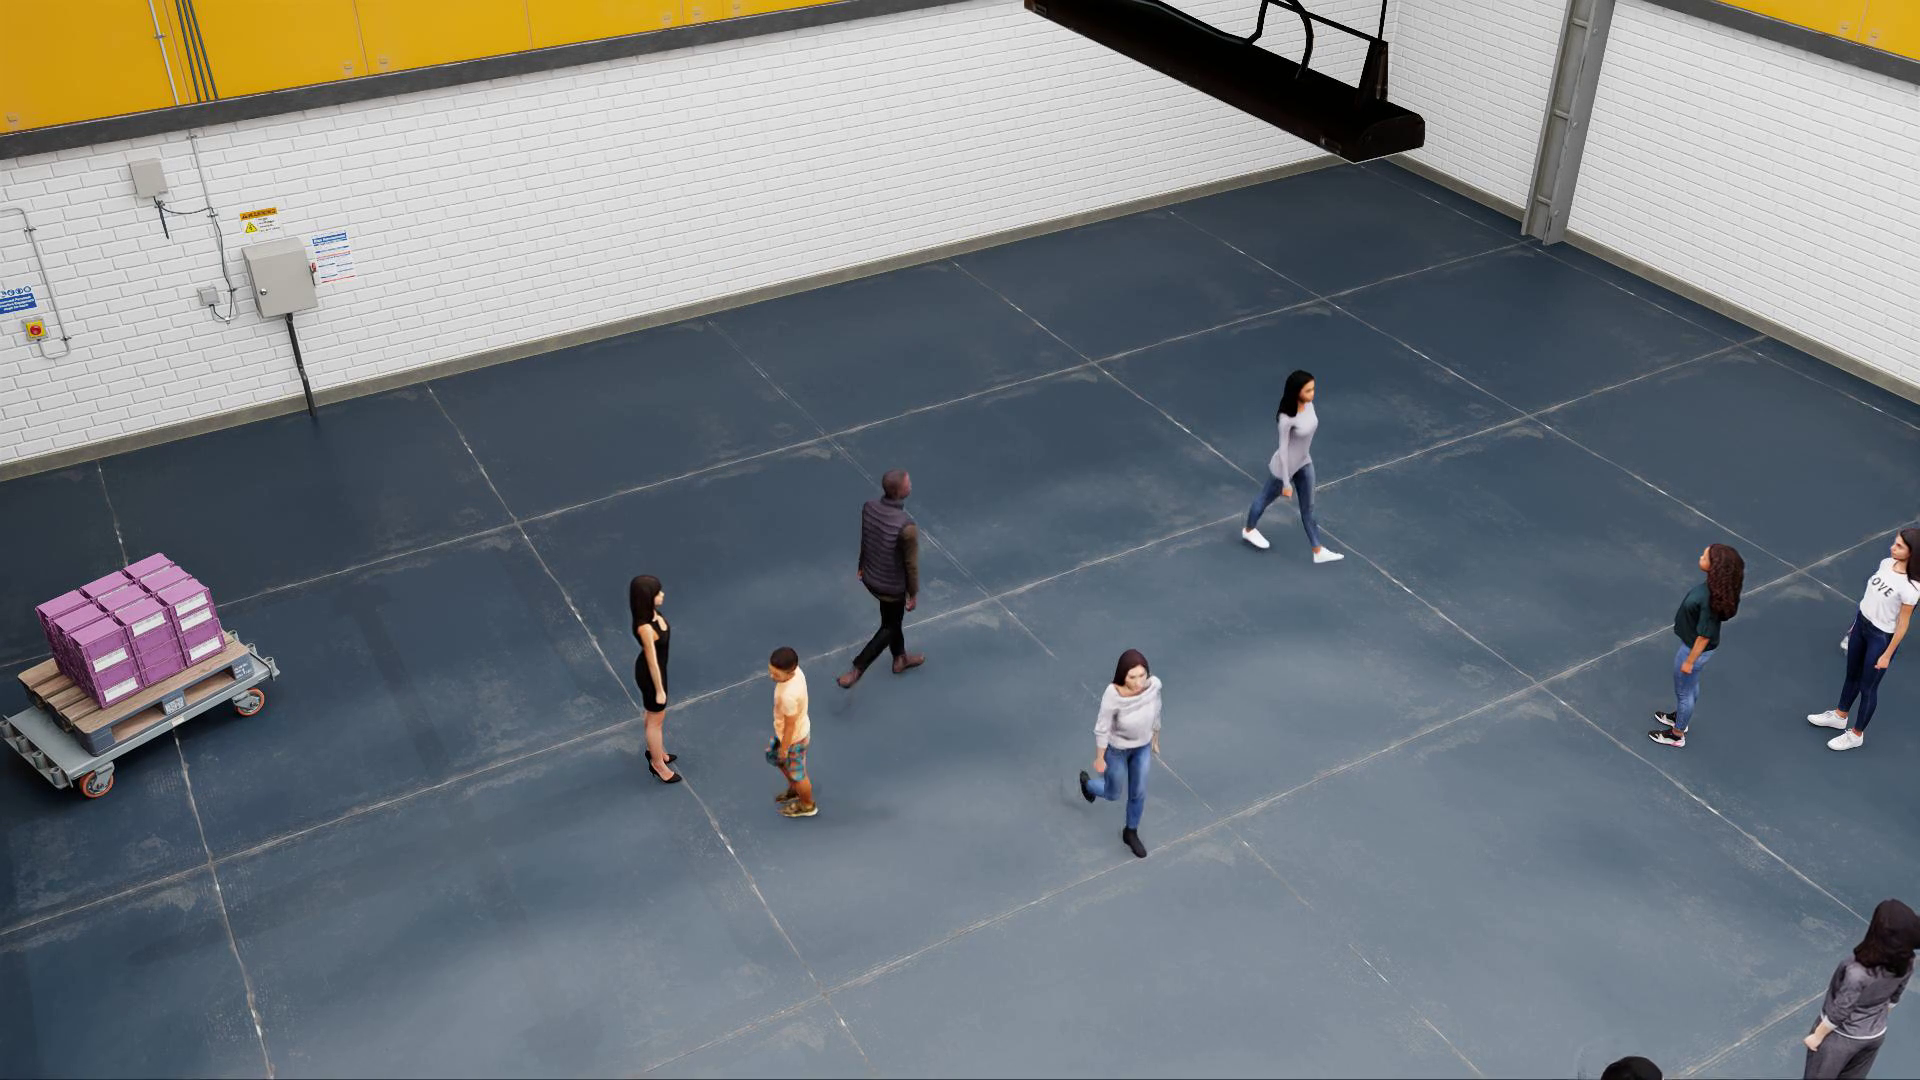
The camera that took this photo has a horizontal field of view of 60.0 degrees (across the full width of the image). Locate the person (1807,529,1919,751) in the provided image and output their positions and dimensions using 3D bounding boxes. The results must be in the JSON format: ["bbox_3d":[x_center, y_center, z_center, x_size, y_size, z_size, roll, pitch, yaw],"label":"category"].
[{"bbox_3d":[6.326,0.679,11.474,0.727,1.774,0.604,-1,34,-2],"label":"person"}]

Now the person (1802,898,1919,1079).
[{"bbox_3d":[4.637,2.556,8.658,0.644,1.764,0.581,-10,35,-15],"label":"person"}]

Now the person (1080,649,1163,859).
[{"bbox_3d":[1.016,1.302,10.678,0.627,1.616,0.864,-18,37,-24],"label":"person"}]

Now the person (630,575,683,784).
[{"bbox_3d":[-2.074,0.920,11.224,0.692,1.648,0.541,-6,34,-9],"label":"person"}]

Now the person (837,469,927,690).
[{"bbox_3d":[-0.591,0.341,11.957,0.893,1.801,1.061,-26,42,-33],"label":"person"}]

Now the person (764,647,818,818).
[{"bbox_3d":[-1.029,1.260,10.900,0.711,1.441,0.622,0,34,0],"label":"person"}]

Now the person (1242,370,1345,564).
[{"bbox_3d":[2.579,-0.603,13.481,1.217,1.686,0.880,26,42,34],"label":"person"}]

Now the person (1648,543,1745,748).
[{"bbox_3d":[5.117,0.727,11.544,0.734,1.616,0.704,19,38,26],"label":"person"}]
